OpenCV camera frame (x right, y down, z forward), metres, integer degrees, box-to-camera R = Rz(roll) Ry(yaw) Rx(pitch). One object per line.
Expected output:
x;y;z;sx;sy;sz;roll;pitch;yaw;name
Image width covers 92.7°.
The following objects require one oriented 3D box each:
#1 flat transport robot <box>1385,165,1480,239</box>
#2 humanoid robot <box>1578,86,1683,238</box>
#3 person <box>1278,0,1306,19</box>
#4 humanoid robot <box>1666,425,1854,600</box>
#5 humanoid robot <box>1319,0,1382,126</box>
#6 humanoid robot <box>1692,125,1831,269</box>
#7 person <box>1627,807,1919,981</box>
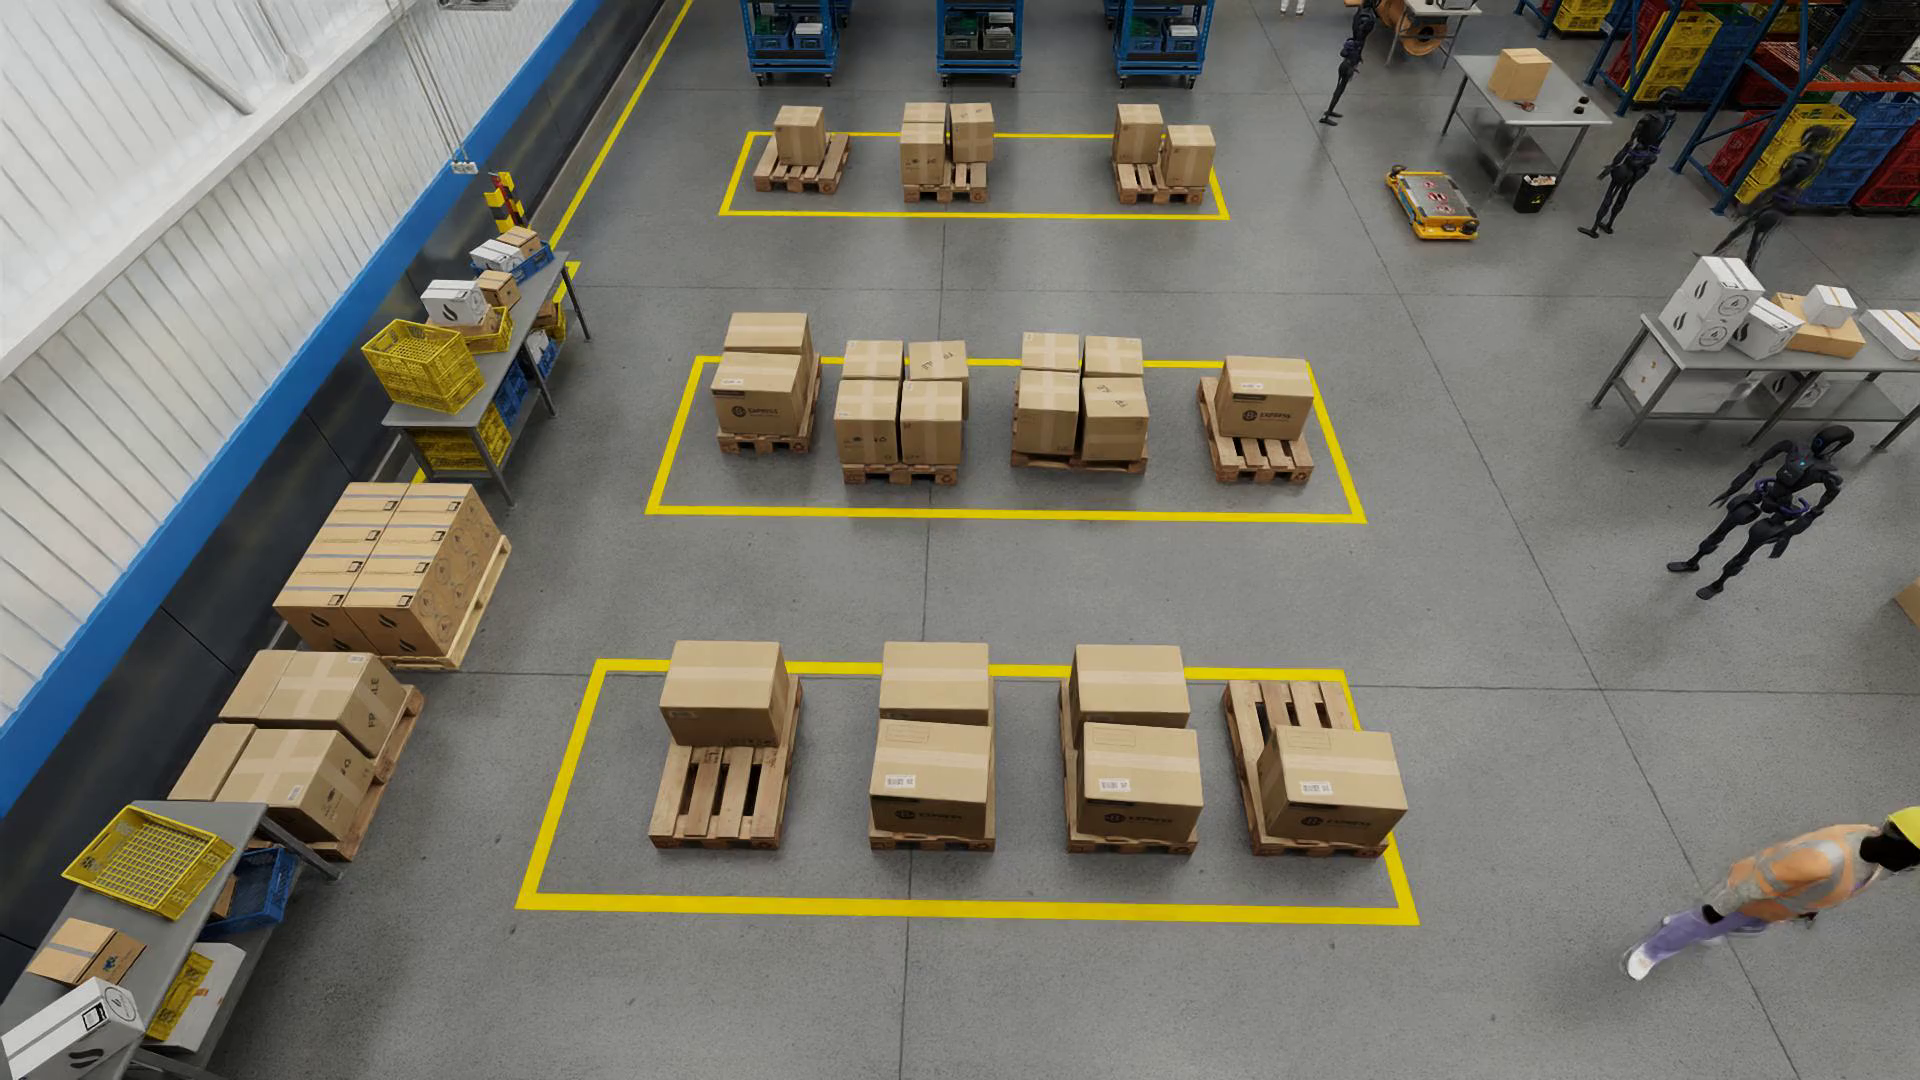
5.692;-4.094;11.059;0.652;0.197;1.431;1;49;1;flat transport robot
7.511;-4.214;10.238;0.608;1.661;0.314;-17;51;-14;humanoid robot
5.473;-9.339;14.550;0.574;1.882;0.362;18;52;15;person
5.927;-0.205;6.770;0.314;1.657;0.609;-13;50;-11;humanoid robot
5.203;-6.381;12.123;0.337;1.652;0.582;22;53;18;humanoid robot
8.513;-3.548;9.687;0.699;1.631;0.565;29;55;23;humanoid robot
4.262;1.889;4.838;0.689;1.879;0.368;-10;50;-9;person
